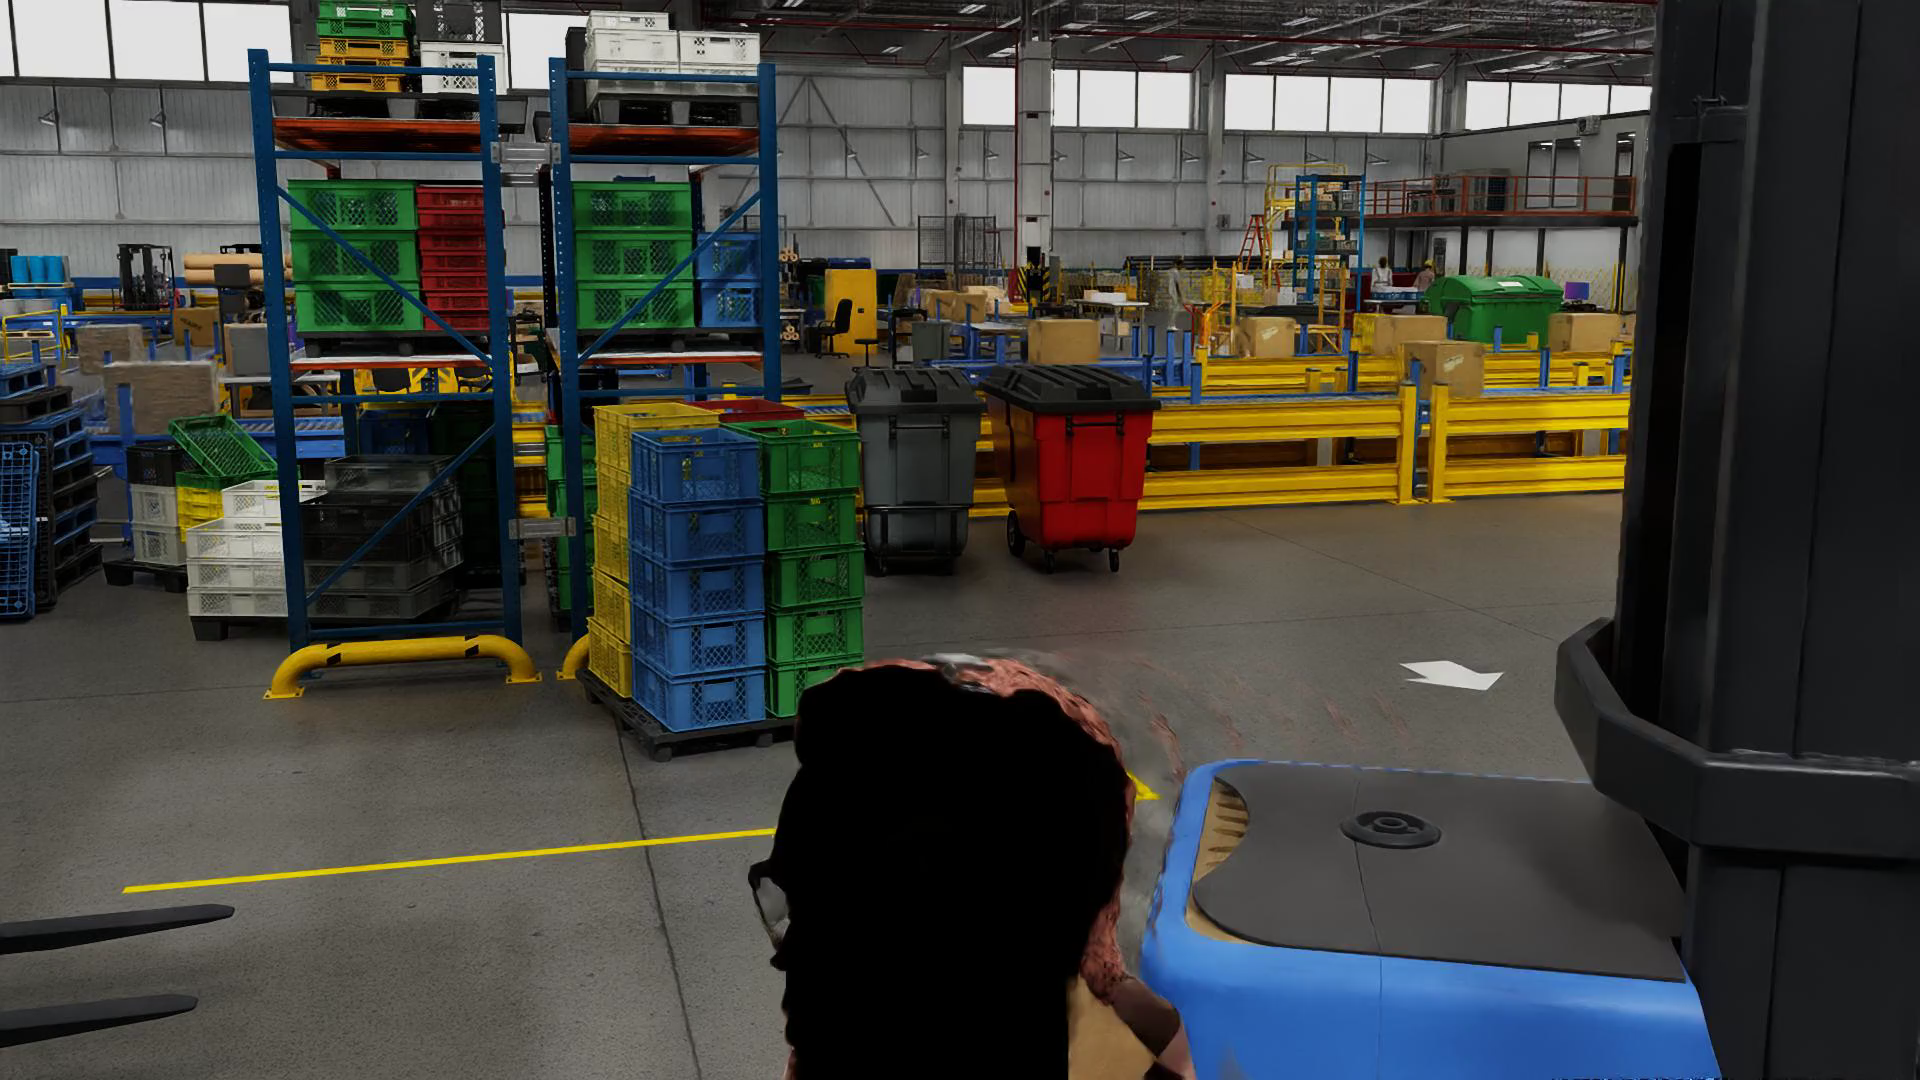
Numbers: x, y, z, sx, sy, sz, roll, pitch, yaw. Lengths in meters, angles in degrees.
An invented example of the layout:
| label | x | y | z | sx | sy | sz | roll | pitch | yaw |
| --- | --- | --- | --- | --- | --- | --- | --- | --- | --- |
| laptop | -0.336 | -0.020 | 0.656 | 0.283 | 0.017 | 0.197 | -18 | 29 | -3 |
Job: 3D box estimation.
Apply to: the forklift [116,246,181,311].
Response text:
| label | x | y | z | sx | sy | sz | roll | pitch | yaw |
| --- | --- | --- | --- | --- | --- | --- | --- | --- | --- |
| forklift | -19.966 | -6.232 | 40.894 | 1.157 | 1.987 | 2.680 | -3 | 10 | -15 |

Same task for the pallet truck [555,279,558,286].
| label | x | y | z | sx | sy | sz | roll | pitch | yaw |
| --- | --- | --- | --- | --- | --- | --- | --- | --- | --- |
| pallet truck | -10.604 | -6.375 | 44.520 | 0.653 | 1.274 | 1.630 | -3 | 10 | -15 |

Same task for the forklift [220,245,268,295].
| label | x | y | z | sx | sy | sz | roll | pitch | yaw |
| --- | --- | --- | --- | --- | --- | --- | --- | --- | --- |
| forklift | -17.749 | -6.334 | 41.440 | 1.157 | 1.987 | 2.680 | -3 | 10 | -17 |

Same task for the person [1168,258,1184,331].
| label | x | y | z | sx | sy | sz | roll | pitch | yaw |
| --- | --- | --- | --- | --- | --- | --- | --- | --- | --- |
| person | 5.493 | -6.241 | 42.272 | 0.381 | 1.831 | 0.674 | 1 | 10 | 7 |

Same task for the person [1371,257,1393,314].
| label | x | y | z | sx | sy | sz | roll | pitch | yaw |
| --- | --- | --- | --- | --- | --- | --- | --- | --- | --- |
| person | 11.764 | -6.963 | 46.370 | 0.596 | 1.835 | 0.973 | -2 | 10 | -11 |

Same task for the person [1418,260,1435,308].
| label | x | y | z | sx | sy | sz | roll | pitch | yaw |
| --- | --- | --- | --- | --- | --- | --- | --- | --- | --- |
| person | 12.683 | -6.725 | 45.216 | 0.348 | 1.756 | 0.518 | -9 | 13 | -40 |

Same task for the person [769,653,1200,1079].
| label | x | y | z | sx | sy | sz | roll | pitch | yaw |
| --- | --- | --- | --- | --- | --- | --- | --- | --- | --- |
| person | 0.088 | 0.987 | 1.211 | 0.797 | 1.884 | 0.652 | -5 | 11 | -28 |
